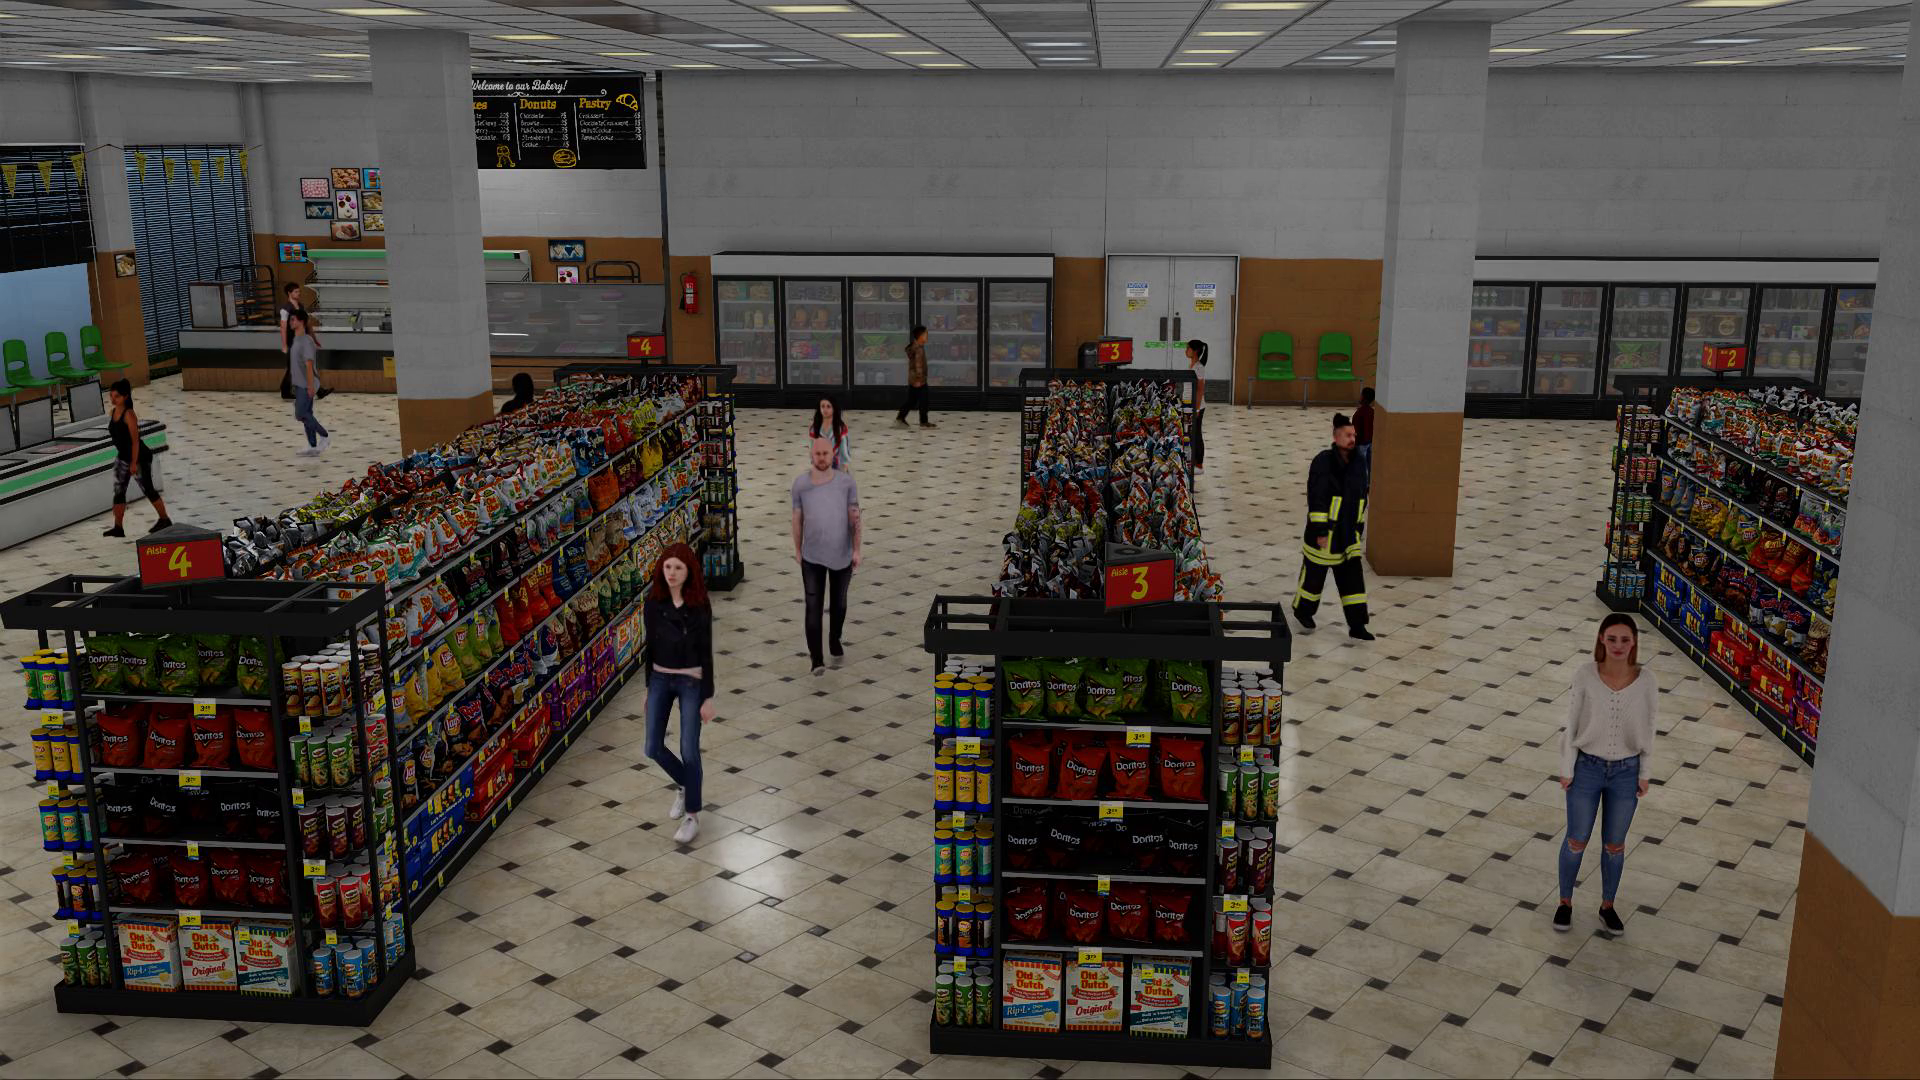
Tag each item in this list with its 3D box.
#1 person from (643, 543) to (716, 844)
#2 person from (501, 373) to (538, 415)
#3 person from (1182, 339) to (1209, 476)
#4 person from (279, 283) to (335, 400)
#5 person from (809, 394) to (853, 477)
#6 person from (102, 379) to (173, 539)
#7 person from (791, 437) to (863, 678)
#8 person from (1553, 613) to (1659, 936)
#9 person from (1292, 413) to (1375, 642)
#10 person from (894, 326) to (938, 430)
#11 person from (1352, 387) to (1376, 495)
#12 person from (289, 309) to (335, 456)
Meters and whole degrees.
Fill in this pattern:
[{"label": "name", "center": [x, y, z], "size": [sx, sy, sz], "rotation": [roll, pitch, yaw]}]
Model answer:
[{"label": "person", "center": [-1.604, 0.866, 9.693], "size": [0.647, 1.781, 0.732], "rotation": [3, 14, 14]}, {"label": "person", "center": [-4.353, -0.799, 16.687], "size": [0.852, 1.722, 1.038], "rotation": [-4, 14, -17]}, {"label": "person", "center": [2.855, -1.625, 20.254], "size": [0.664, 1.645, 0.512], "rotation": [-2, 14, -7]}, {"label": "person", "center": [-10.327, -3.024, 25.688], "size": [0.771, 1.802, 1.137], "rotation": [2, 14, 9]}, {"label": "person", "center": [-1.230, -0.630, 16.303], "size": [0.647, 1.573, 1.001], "rotation": [2, 14, 8]}, {"label": "person", "center": [-8.405, -0.840, 17.041], "size": [0.853, 1.633, 1.075], "rotation": [9, 16, 33]}, {"label": "person", "center": [-1.013, 0.110, 12.808], "size": [0.870, 1.783, 1.266], "rotation": [-2, 14, -8]}, {"label": "person", "center": [3.305, 1.192, 8.539], "size": [0.641, 1.692, 0.584], "rotation": [3, 14, 13]}, {"label": "person", "center": [3.017, -0.112, 13.632], "size": [1.007, 1.826, 1.241], "rotation": [-4, 14, -17]}, {"label": "person", "center": [-0.657, -2.268, 23.341], "size": [0.801, 1.439, 0.835], "rotation": [-4, 14, -17]}, {"label": "person", "center": [4.638, -1.128, 19.030], "size": [0.588, 1.256, 0.637], "rotation": [-9, 16, -33]}, {"label": "person", "center": [-8.331, -2.001, 21.380], "size": [0.923, 1.845, 0.859], "rotation": [-10, 17, -37]}]
